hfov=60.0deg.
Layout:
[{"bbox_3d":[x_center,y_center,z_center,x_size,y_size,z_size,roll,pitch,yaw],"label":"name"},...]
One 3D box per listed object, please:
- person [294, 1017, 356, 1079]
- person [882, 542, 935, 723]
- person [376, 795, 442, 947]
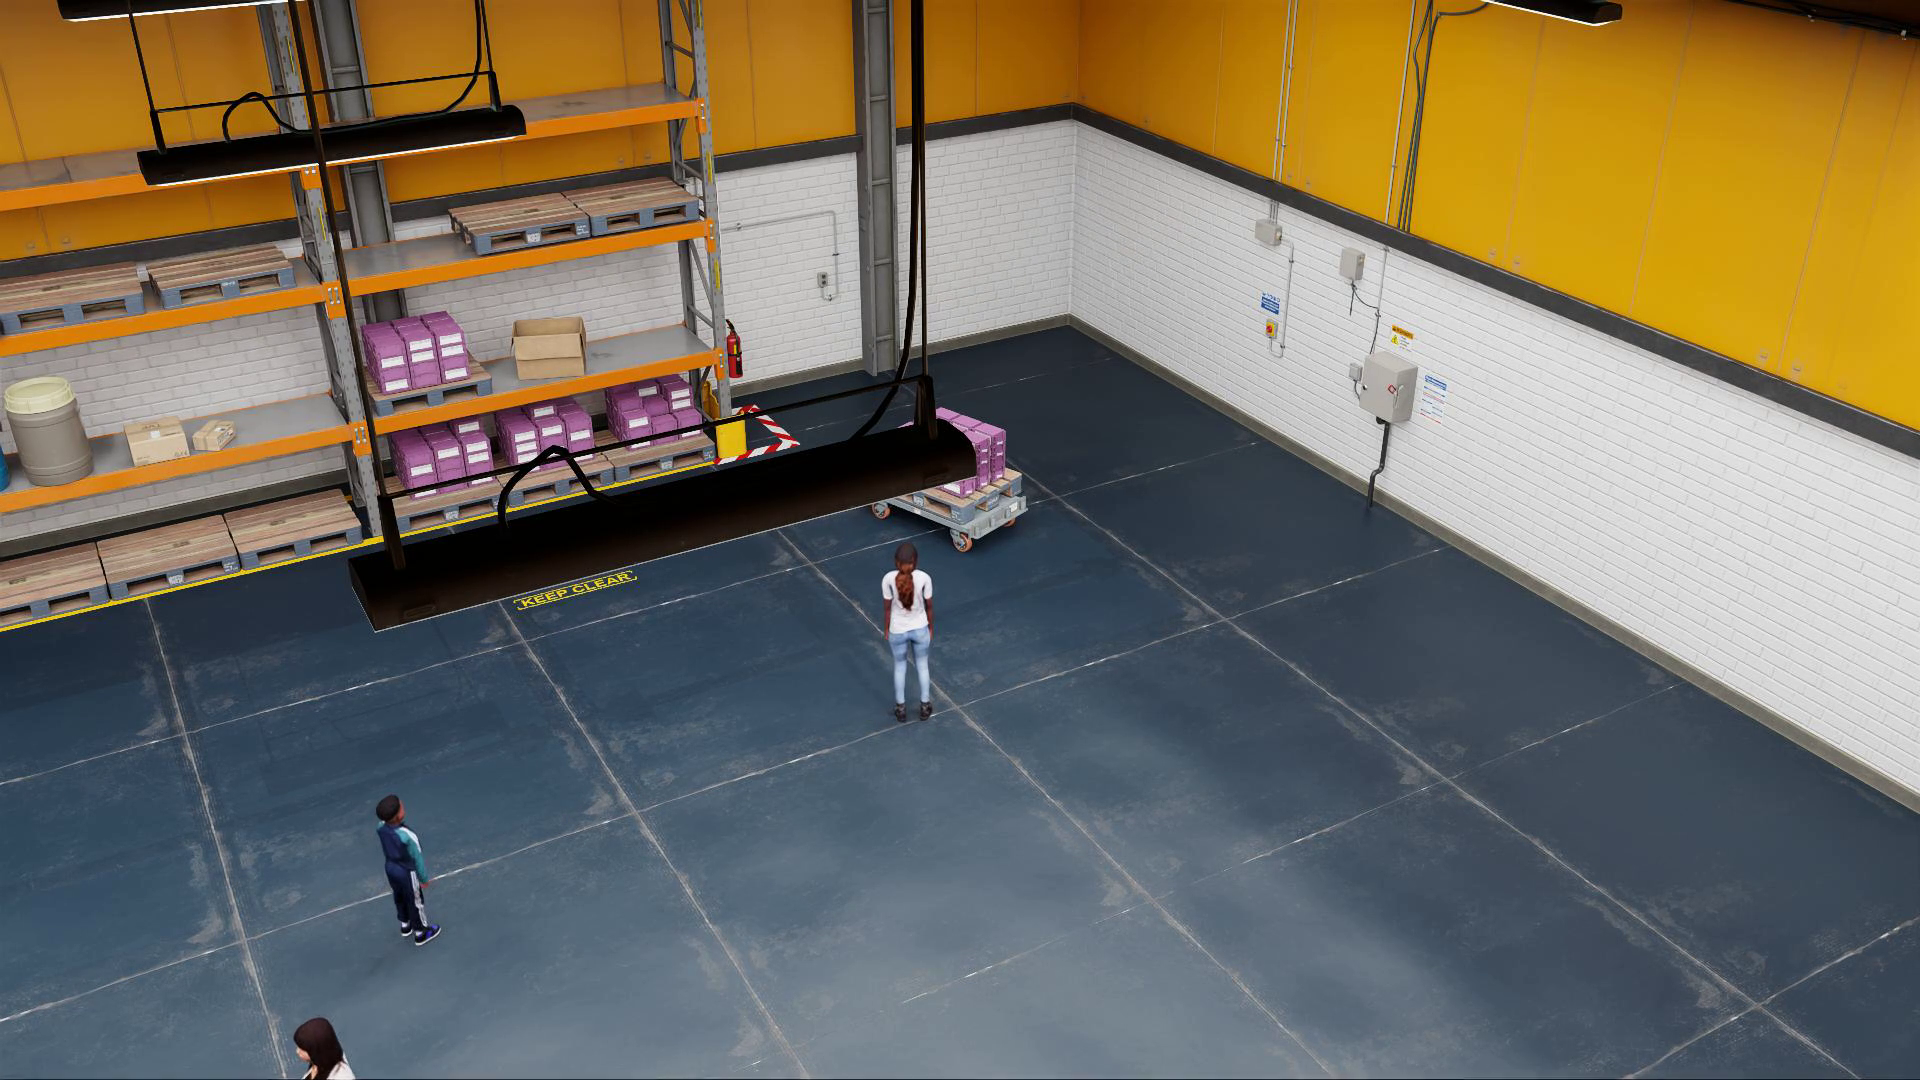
[{"bbox_3d":[-3.553,3.377,9.594,0.579,1.635,0.647,-20,34,-32],"label":"person"},{"bbox_3d":[-0.437,0.782,14.263,0.606,1.719,0.727,-2,29,-3],"label":"person"},{"bbox_3d":[-3.972,2.349,11.871,0.579,1.257,0.608,16,33,27],"label":"person"}]
